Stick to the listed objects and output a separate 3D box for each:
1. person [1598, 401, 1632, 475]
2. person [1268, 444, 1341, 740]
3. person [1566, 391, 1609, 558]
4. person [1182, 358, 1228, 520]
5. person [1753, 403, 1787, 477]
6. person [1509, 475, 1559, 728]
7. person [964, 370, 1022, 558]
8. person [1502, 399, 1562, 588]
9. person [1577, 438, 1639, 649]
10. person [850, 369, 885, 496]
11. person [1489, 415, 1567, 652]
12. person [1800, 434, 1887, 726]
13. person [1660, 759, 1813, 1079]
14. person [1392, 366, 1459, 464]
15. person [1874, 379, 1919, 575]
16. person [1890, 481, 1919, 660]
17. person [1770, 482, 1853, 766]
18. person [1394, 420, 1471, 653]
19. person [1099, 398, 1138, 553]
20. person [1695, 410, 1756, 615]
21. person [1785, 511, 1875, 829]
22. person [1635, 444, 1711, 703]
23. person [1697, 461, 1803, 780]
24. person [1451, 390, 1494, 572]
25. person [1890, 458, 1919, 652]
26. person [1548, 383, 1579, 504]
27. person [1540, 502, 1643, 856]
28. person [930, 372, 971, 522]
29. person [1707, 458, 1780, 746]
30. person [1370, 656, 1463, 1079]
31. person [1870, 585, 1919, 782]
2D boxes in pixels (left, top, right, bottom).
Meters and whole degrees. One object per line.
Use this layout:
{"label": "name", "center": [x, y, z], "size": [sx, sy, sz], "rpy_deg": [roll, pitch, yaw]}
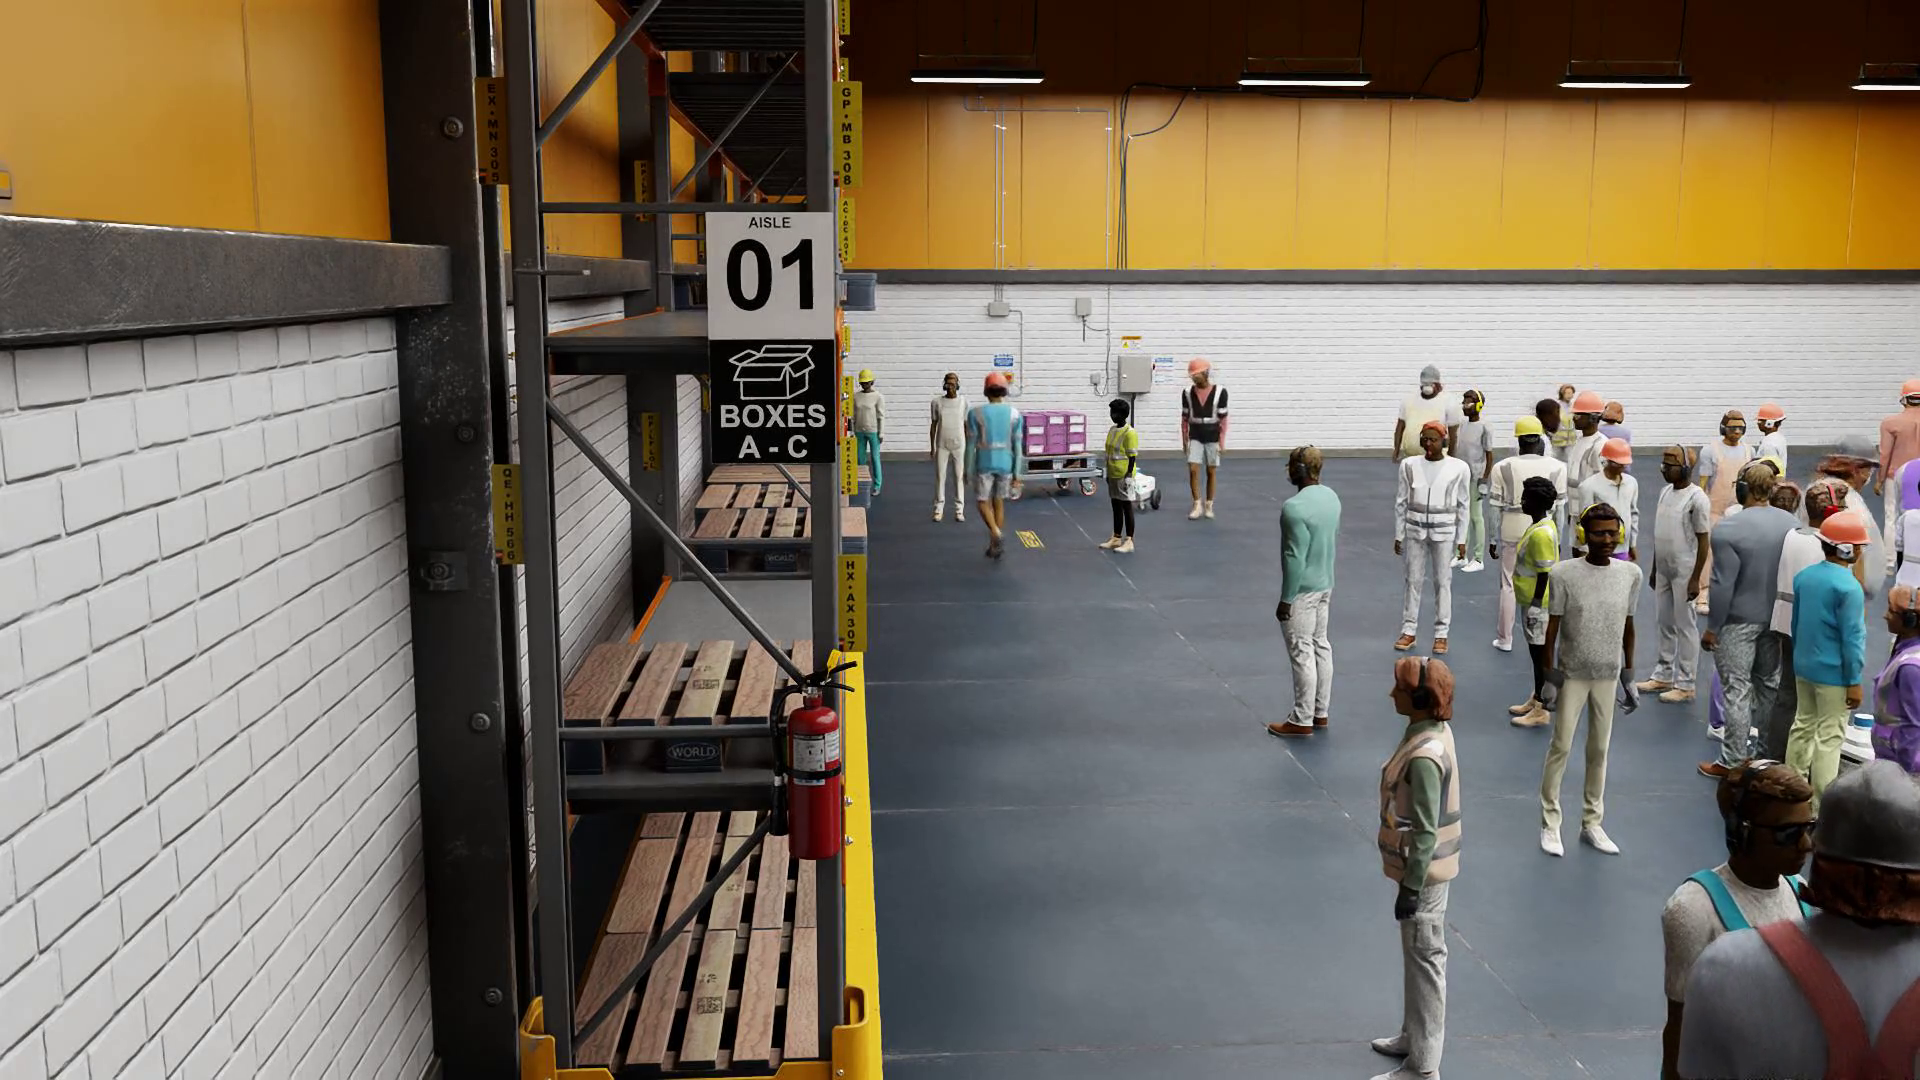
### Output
{"label": "person", "center": [7.260, -0.737, 18.617], "size": [0.266, 1.631, 0.507], "rpy_deg": [-8, 12, -42]}
{"label": "person", "center": [2.267, 0.336, 10.924], "size": [0.355, 1.938, 0.636], "rpy_deg": [7, 11, 36]}
{"label": "person", "center": [5.363, -0.255, 14.309], "size": [0.375, 2.044, 0.605], "rpy_deg": [0, 9, 2]}
{"label": "person", "center": [3.006, -1.231, 20.596], "size": [0.603, 1.998, 0.740], "rpy_deg": [3, 9, 17]}
{"label": "person", "center": [8.112, -0.499, 16.741], "size": [0.333, 1.753, 0.562], "rpy_deg": [6, 11, 31]}
{"label": "person", "center": [3.877, 0.414, 11.195], "size": [0.319, 1.695, 0.539], "rpy_deg": [3, 10, 18]}
{"label": "person", "center": [0.376, -0.778, 17.645], "size": [0.614, 2.027, 0.726], "rpy_deg": [-3, 9, -16]}
{"label": "person", "center": [5.384, -0.376, 15.587], "size": [0.548, 1.889, 0.643], "rpy_deg": [3, 10, 19]}
{"label": "person", "center": [5.244, 0.037, 13.435], "size": [0.577, 1.737, 0.355], "rpy_deg": [-3, 10, -20]}
{"label": "person", "center": [-1.281, -1.478, 22.890], "size": [0.524, 1.761, 0.338], "rpy_deg": [4, 10, 24]}
{"label": "person", "center": [4.544, -0.043, 13.379], "size": [0.586, 1.919, 0.394], "rpy_deg": [2, 9, 10]}
{"label": "person", "center": [5.731, 0.299, 10.837], "size": [0.550, 2.000, 0.740], "rpy_deg": [3, 10, 19]}
{"label": "person", "center": [1.969, 1.450, 4.219], "size": [0.504, 1.847, 0.344], "rpy_deg": [-6, 11, -32]}
{"label": "person", "center": [5.468, -1.091, 19.570], "size": [0.688, 2.000, 1.005], "rpy_deg": [7, 11, 37]}
{"label": "person", "center": [9.574, -0.630, 16.816], "size": [0.611, 1.995, 0.381], "rpy_deg": [1, 9, 6]}
{"label": "person", "center": [6.736, 0.350, 11.596], "size": [0.316, 1.695, 0.542], "rpy_deg": [-1, 9, -8]}
{"label": "person", "center": [4.955, 0.580, 9.695], "size": [0.389, 1.843, 0.567], "rpy_deg": [-2, 9, -11]}
{"label": "person", "center": [3.786, -0.027, 13.380], "size": [0.578, 1.882, 0.346], "rpy_deg": [5, 10, 28]}
{"label": "person", "center": [1.756, -0.705, 18.231], "size": [0.319, 1.693, 0.533], "rpy_deg": [-4, 10, -23]}
{"label": "person", "center": [6.828, -0.242, 14.850], "size": [0.513, 1.844, 0.328], "rpy_deg": [-1, 9, -6]}
{"label": "person", "center": [4.794, 0.710, 9.151], "size": [0.330, 1.753, 0.561], "rpy_deg": [0, 9, -3]}
{"label": "person", "center": [5.101, 0.236, 11.845], "size": [0.332, 1.844, 0.508], "rpy_deg": [-2, 9, -11]}
{"label": "person", "center": [4.704, 0.494, 9.932], "size": [0.629, 1.940, 0.377], "rpy_deg": [-3, 10, -18]}
{"label": "person", "center": [5.230, -0.609, 17.076], "size": [0.329, 1.872, 0.508], "rpy_deg": [-4, 10, -23]}
{"label": "person", "center": [7.671, 0.034, 13.158], "size": [0.429, 1.836, 0.627], "rpy_deg": [-3, 9, -16]}
{"label": "person", "center": [8.006, -1.300, 22.239], "size": [0.522, 1.609, 0.759], "rpy_deg": [-2, 9, -10]}
{"label": "person", "center": [3.307, 0.724, 8.705], "size": [0.519, 1.873, 0.335], "rpy_deg": [0, 9, -2]}
{"label": "person", "center": [-0.118, -1.139, 20.478], "size": [0.506, 1.847, 0.343], "rpy_deg": [0, 9, 0]}
{"label": "person", "center": [5.110, 0.392, 10.814], "size": [0.327, 1.865, 0.519], "rpy_deg": [9, 13, 44]}
{"label": "person", "center": [1.709, 1.235, 6.211], "size": [0.310, 1.642, 0.514], "rpy_deg": [3, 9, 17]}
{"label": "person", "center": [4.307, 1.017, 7.582], "size": [0.315, 1.641, 0.515], "rpy_deg": [6, 11, 31]}
